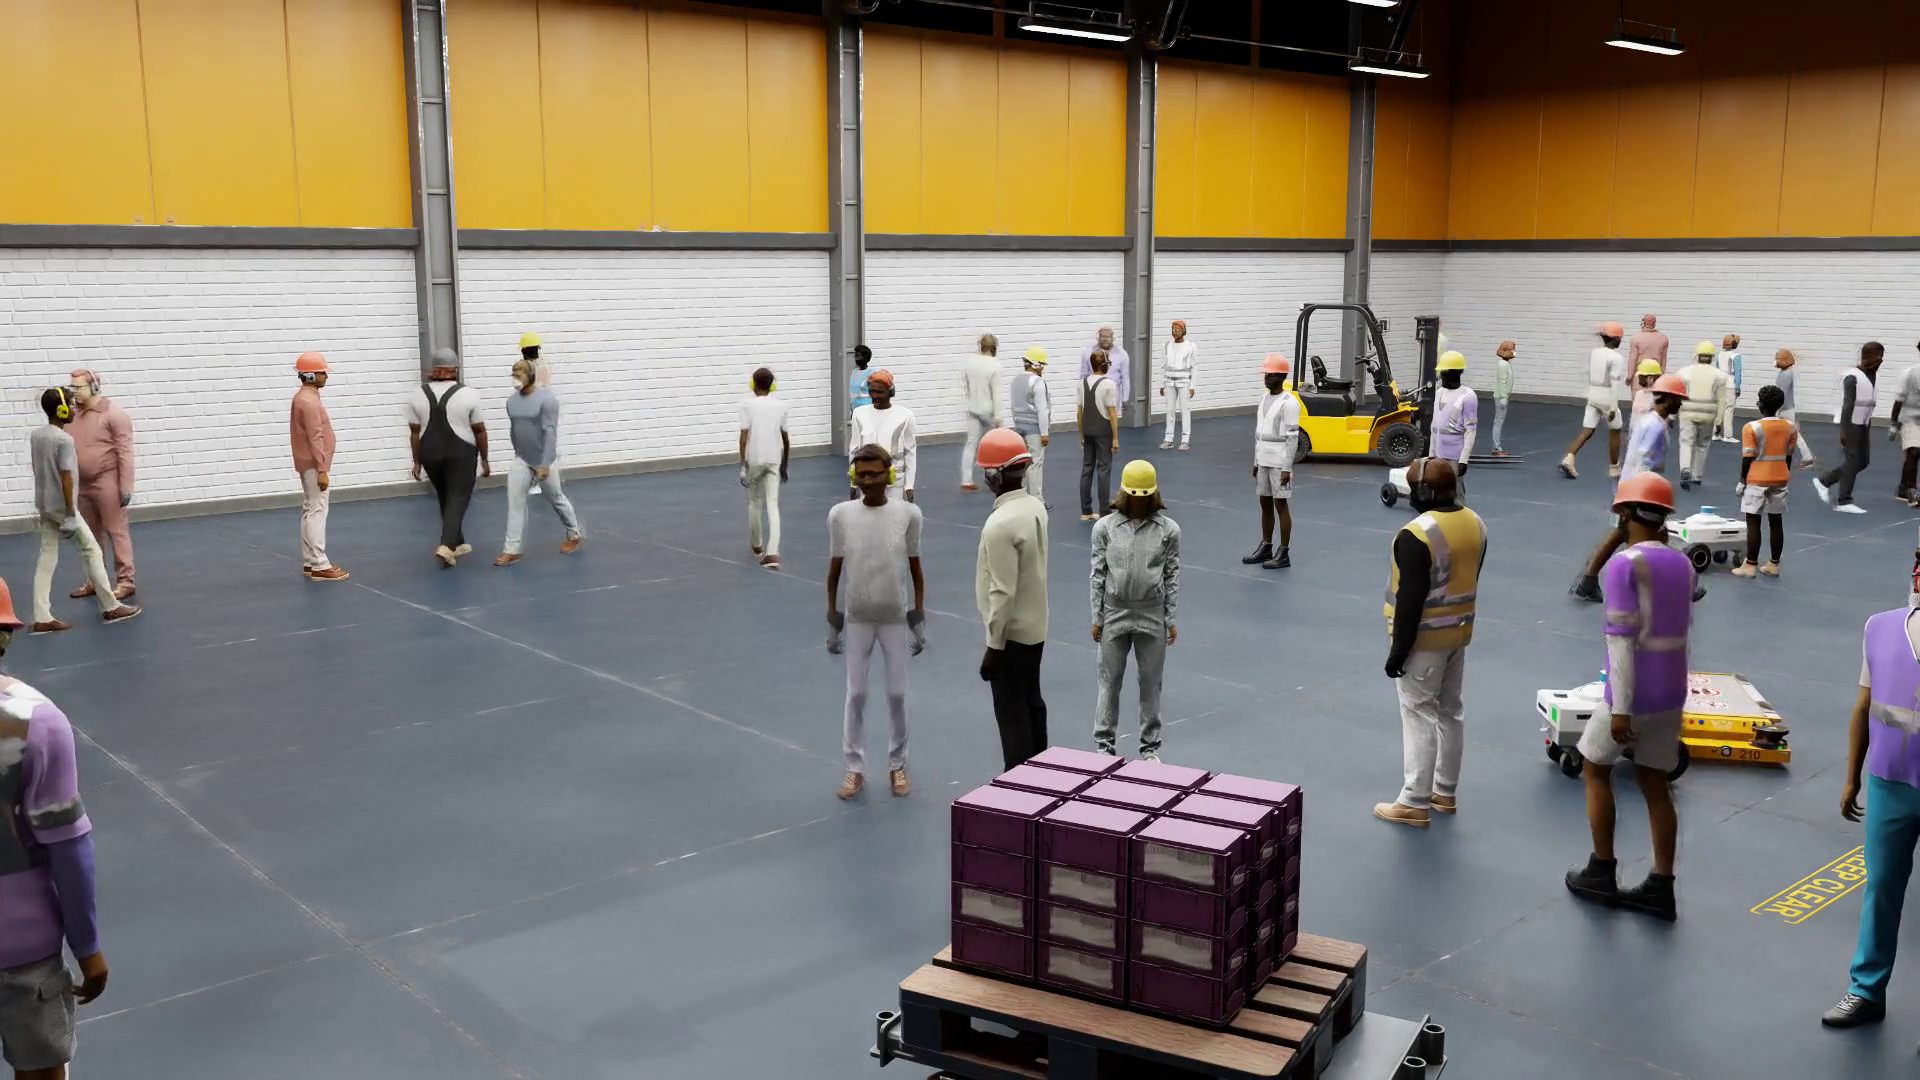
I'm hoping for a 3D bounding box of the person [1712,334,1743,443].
[{"bbox_3d":[11.613,-2.291,25.167,0.310,1.642,0.514,-3,10,-15],"label":"person"}]

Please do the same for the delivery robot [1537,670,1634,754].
[{"bbox_3d":[3.532,0.953,9.076,0.707,0.478,0.477,1,10,5],"label":"delivery robot"}]

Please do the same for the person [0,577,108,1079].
[{"bbox_3d":[-2.590,1.056,4.427,0.605,2.034,0.392,-1,10,-6],"label":"person"}]

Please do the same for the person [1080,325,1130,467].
[{"bbox_3d":[1.933,-1.908,22.181,0.678,1.887,0.539,0,10,3],"label":"person"}]

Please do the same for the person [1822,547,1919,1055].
[{"bbox_3d":[3.446,0.895,5.914,0.389,1.847,0.567,-8,12,-38],"label":"person"}]

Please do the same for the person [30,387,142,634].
[{"bbox_3d":[-6.701,-0.237,12.596,0.515,1.838,0.877,5,11,27],"label":"person"}]

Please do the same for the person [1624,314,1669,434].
[{"bbox_3d":[10.810,-2.609,26.251,0.651,1.907,0.409,-2,10,-9],"label":"person"}]

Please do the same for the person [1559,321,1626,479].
[{"bbox_3d":[8.054,-1.757,20.975,0.965,2.012,0.610,-4,11,-24],"label":"person"}]

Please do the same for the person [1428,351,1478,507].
[{"bbox_3d":[4.631,-0.824,15.739,0.363,1.928,0.587,-4,10,-21],"label":"person"}]

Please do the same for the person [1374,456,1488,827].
[{"bbox_3d":[2.319,0.499,8.264,0.623,1.839,0.429,-9,13,-42],"label":"person"}]

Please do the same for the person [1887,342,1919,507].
[{"bbox_3d":[10.826,-1.320,18.759,0.646,1.893,0.866,-2,10,-10],"label":"person"}]

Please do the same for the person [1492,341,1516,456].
[{"bbox_3d":[7.630,-1.974,23.331,0.279,1.634,0.497,4,10,22],"label":"person"}]

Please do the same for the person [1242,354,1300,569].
[{"bbox_3d":[2.827,-0.712,15.043,0.349,1.942,0.545,-5,11,-25],"label":"person"}]

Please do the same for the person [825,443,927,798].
[{"bbox_3d":[-0.437,0.419,8.642,0.532,1.867,0.311,0,10,0],"label":"person"}]

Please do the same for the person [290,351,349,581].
[{"bbox_3d":[-5.605,-0.642,14.479,0.381,1.994,0.622,-6,11,-31],"label":"person"}]

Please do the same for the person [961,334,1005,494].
[{"bbox_3d":[0.355,-1.513,19.875,0.653,1.885,1.006,9,13,42],"label":"person"}]

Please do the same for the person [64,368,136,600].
[{"bbox_3d":[-7.089,-0.454,13.641,0.651,1.905,0.402,3,10,17],"label":"person"}]

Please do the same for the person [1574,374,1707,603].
[{"bbox_3d":[5.491,-0.391,13.341,1.017,1.872,0.582,2,10,13],"label":"person"}]

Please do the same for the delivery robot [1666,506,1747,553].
[{"bbox_3d":[6.731,-0.061,15.011,0.707,0.478,0.477,-3,10,-14],"label":"delivery robot"}]

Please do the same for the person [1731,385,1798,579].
[{"bbox_3d":[7.031,-0.503,14.540,0.533,1.697,0.318,-3,10,-14],"label":"person"}]

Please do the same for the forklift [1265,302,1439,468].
[{"bbox_3d":[5.320,-2.157,22.763,2.313,2.155,1.214,3,10,16],"label":"forklift"}]

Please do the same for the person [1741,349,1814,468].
[{"bbox_3d":[10.961,-1.740,22.100,0.864,1.587,0.514,3,10,15],"label":"person"}]

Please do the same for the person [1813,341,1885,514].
[{"bbox_3d":[9.821,-1.258,18.390,0.625,1.894,0.587,-7,12,-36],"label":"person"}]

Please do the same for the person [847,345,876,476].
[{"bbox_3d":[-1.223,-1.628,21.123,0.318,1.697,0.536,-8,13,-40],"label":"person"}]

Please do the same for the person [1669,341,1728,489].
[{"bbox_3d":[8.876,-1.488,20.022,0.629,1.798,0.802,5,11,25],"label":"person"}]

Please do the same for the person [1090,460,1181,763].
[{"bbox_3d":[0.941,0.428,8.970,0.484,1.738,0.305,0,10,0],"label":"person"}]

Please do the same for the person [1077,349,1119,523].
[{"bbox_3d":[1.458,-1.082,17.487,0.507,1.847,0.344,9,13,43],"label":"person"}]

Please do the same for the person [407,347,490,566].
[{"bbox_3d":[-4.707,-0.801,15.274,0.679,2.000,1.012,1,10,7],"label":"person"}]

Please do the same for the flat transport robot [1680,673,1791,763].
[{"bbox_3d":[4.405,1.009,9.853,0.652,0.197,1.431,2,10,14],"label":"flat transport robot"}]

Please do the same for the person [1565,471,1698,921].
[{"bbox_3d":[2.945,0.658,7.173,0.578,1.885,0.596,-5,11,-27],"label":"person"}]

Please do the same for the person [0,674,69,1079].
[{"bbox_3d":[-2.920,1.069,4.910,0.619,1.845,0.430,2,10,14],"label":"person"}]

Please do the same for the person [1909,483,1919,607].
[{"bbox_3d":[5.055,0.454,8.443,0.964,1.864,0.599,-3,10,-19],"label":"person"}]

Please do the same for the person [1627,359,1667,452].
[{"bbox_3d":[7.058,-0.983,17.145,0.309,1.769,0.524,-2,10,-12],"label":"person"}]

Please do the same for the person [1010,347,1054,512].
[{"bbox_3d":[0.804,-1.220,18.369,0.403,1.822,0.588,-6,11,-32],"label":"person"}]

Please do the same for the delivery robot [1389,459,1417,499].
[{"bbox_3d":[5.086,-0.654,18.486,0.477,0.478,0.707,-3,10,-17],"label":"delivery robot"}]

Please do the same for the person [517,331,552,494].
[{"bbox_3d":[-5.033,-1.508,19.748,0.381,1.924,0.594,-1,10,-7],"label":"person"}]

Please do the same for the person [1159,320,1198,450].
[{"bbox_3d":[3.171,-2.250,24.221,0.575,1.883,0.355,6,11,32],"label":"person"}]

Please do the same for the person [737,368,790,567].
[{"bbox_3d":[-1.794,-0.676,15.302,0.517,1.784,1.048,-3,10,-17],"label":"person"}]

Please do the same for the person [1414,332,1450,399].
[{"bbox_3d":[7.631,-2.684,26.958,0.464,1.820,0.626,-6,11,-32],"label":"person"}]

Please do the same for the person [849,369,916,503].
[{"bbox_3d":[-0.649,-0.471,13.794,0.574,1.887,0.355,3,10,15],"label":"person"}]

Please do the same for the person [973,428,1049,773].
[{"bbox_3d":[0.238,0.447,8.115,0.392,1.990,0.612,4,10,21],"label":"person"}]

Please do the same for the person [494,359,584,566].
[{"bbox_3d":[-3.911,-0.743,15.419,0.628,1.887,1.055,4,11,25],"label":"person"}]
